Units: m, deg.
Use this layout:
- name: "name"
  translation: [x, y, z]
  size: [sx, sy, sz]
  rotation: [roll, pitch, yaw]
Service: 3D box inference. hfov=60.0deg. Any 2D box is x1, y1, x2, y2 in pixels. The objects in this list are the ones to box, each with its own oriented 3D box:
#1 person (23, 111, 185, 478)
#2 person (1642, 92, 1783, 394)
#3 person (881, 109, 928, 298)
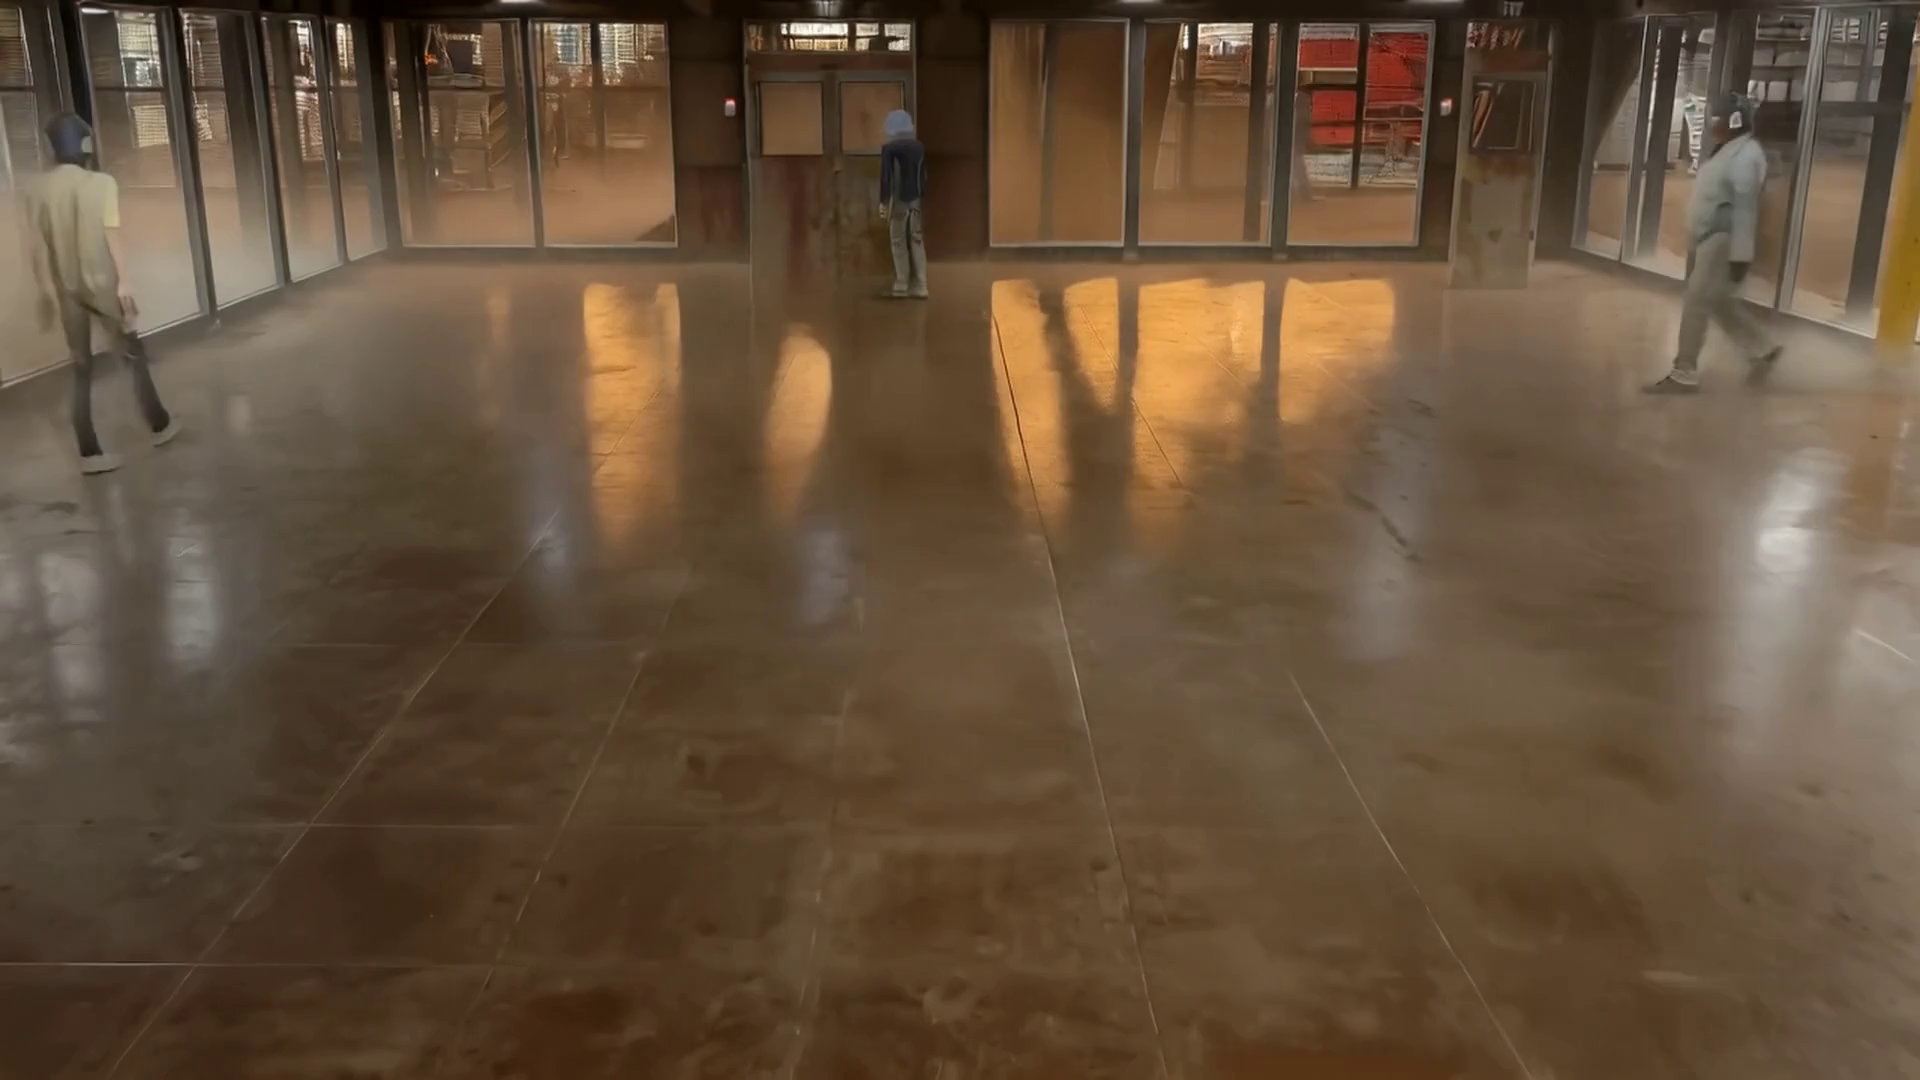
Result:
- name: "person"
  translation: [-4.464, -1.287, 8.644]
  size: [0.532, 1.814, 0.977]
  rotation: [0, 16, -1]
- name: "person"
  translation: [4.819, -1.842, 10.427]
  size: [0.814, 1.883, 0.652]
  rotation: [2, 16, 6]
- name: "person"
  translation: [-0.498, -2.954, 14.653]
  size: [0.283, 1.628, 0.498]
  rotation: [16, 22, 42]
